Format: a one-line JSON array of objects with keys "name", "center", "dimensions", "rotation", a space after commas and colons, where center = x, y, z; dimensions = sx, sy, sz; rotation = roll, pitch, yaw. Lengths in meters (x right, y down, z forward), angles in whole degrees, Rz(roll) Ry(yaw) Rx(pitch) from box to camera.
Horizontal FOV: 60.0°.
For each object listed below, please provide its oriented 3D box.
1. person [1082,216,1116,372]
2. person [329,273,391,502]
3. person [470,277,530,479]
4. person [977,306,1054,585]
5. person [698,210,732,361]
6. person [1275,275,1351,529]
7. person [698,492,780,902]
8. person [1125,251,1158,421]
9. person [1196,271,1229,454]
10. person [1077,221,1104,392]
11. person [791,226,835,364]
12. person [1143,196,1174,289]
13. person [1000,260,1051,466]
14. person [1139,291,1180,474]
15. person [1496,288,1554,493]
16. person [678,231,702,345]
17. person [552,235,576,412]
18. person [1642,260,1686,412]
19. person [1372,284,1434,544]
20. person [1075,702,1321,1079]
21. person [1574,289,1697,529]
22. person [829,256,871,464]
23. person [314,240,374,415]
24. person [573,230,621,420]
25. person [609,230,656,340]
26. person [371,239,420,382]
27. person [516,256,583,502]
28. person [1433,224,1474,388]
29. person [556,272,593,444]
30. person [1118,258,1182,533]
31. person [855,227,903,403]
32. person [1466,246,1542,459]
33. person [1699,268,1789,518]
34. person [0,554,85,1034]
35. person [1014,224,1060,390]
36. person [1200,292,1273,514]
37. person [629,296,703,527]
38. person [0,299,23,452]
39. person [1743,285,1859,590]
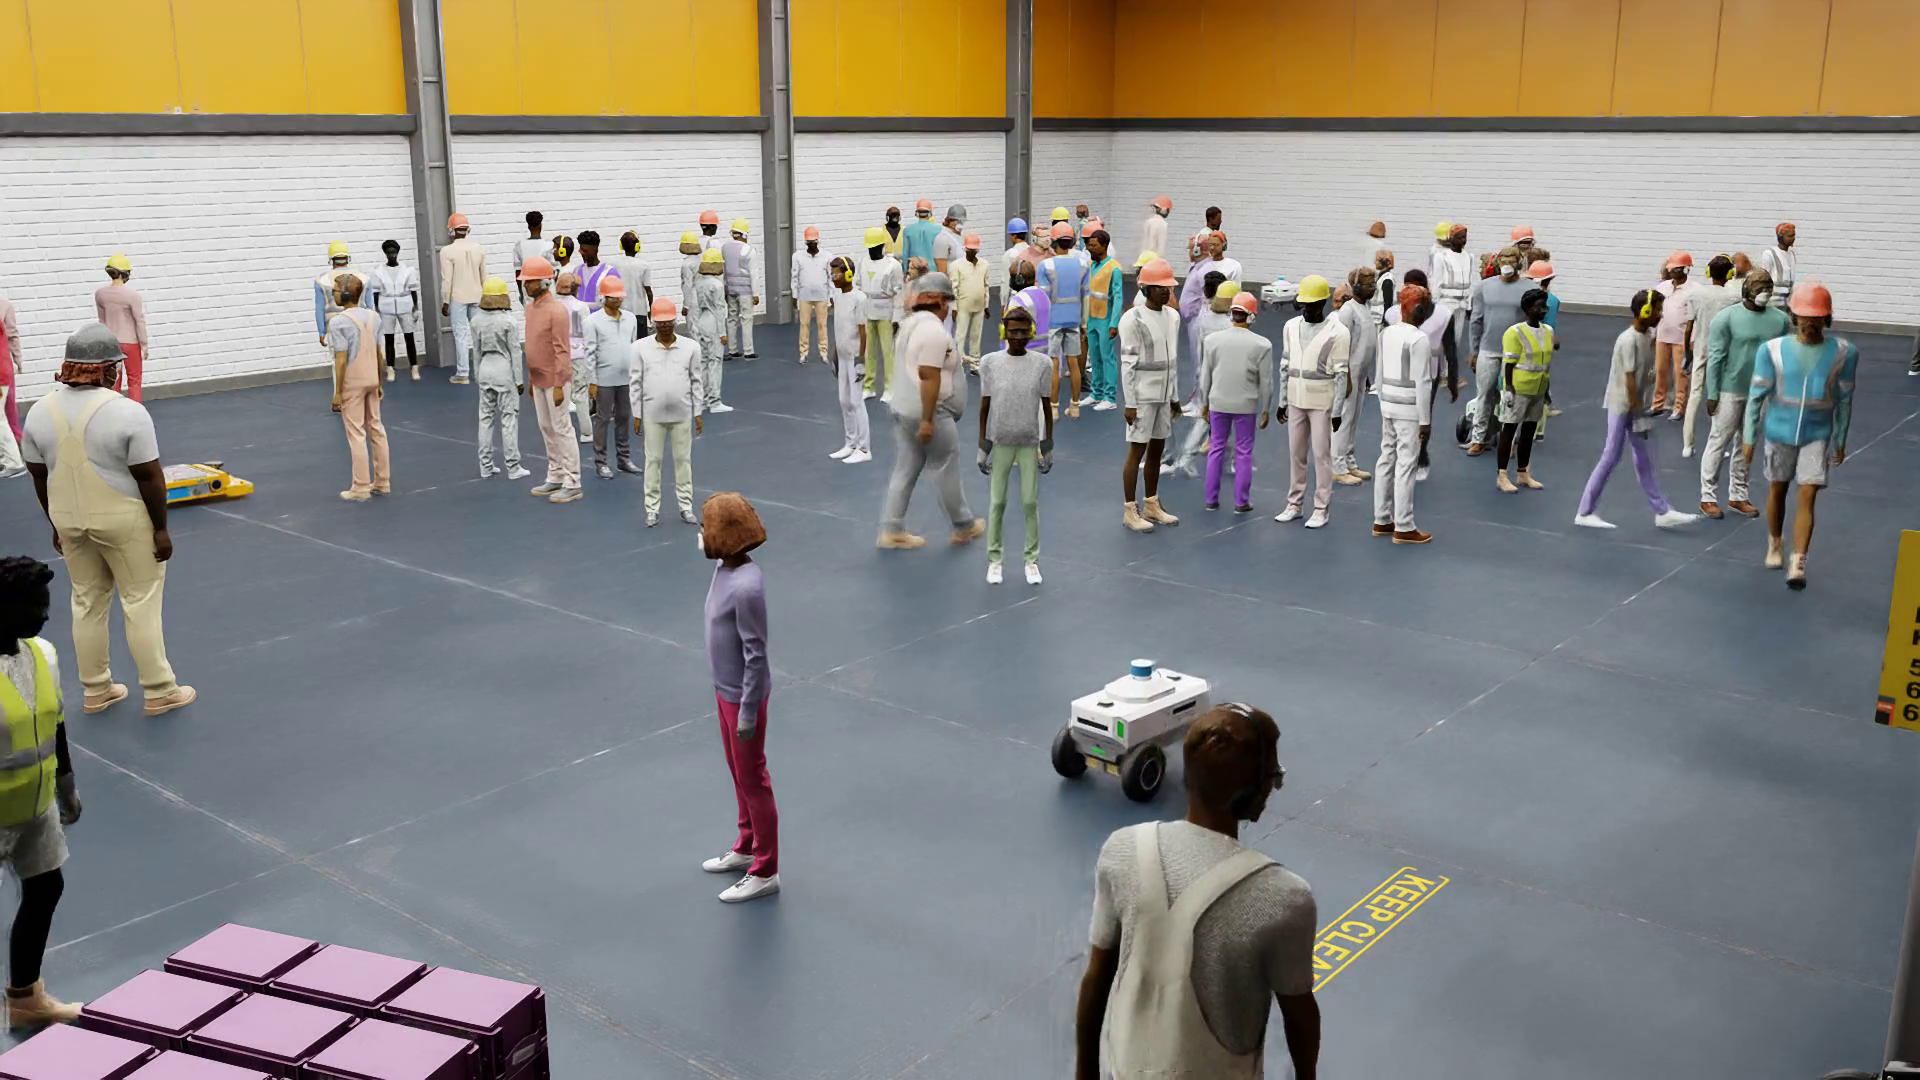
[{"name": "person", "center": [1.651, -3.039, 20.591], "dimensions": [0.407, 1.908, 0.641], "rotation": [-6, 15, -23]}, {"name": "person", "center": [-4.888, -1.234, 13.500], "dimensions": [0.333, 1.845, 0.515], "rotation": [6, 15, 24]}, {"name": "person", "center": [-3.984, -1.401, 14.400], "dimensions": [0.483, 1.734, 0.342], "rotation": [5, 15, 20]}, {"name": "person", "center": [0.368, -0.622, 11.031], "dimensions": [0.511, 1.862, 0.325], "rotation": [0, 14, 1]}, {"name": "person", "center": [-3.216, -3.271, 21.458], "dimensions": [0.550, 1.936, 0.357], "rotation": [12, 18, 40]}, {"name": "person", "center": [2.658, -1.049, 12.619], "dimensions": [0.393, 1.918, 0.585], "rotation": [-13, 19, -41]}, {"name": "person", "center": [-0.880, 0.611, 6.555], "dimensions": [0.265, 1.632, 0.508], "rotation": [-5, 15, -19]}, {"name": "person", "center": [1.880, -2.031, 16.843], "dimensions": [0.308, 1.772, 0.523], "rotation": [-2, 14, -10]}, {"name": "person", "center": [2.355, -1.640, 15.423], "dimensions": [0.320, 1.695, 0.537], "rotation": [10, 17, 36]}, {"name": "person", "center": [1.492, -2.667, 19.040], "dimensions": [0.372, 1.935, 0.551], "rotation": [0, 14, 2]}, {"name": "person", "center": [-1.878, -3.131, 21.267], "dimensions": [0.571, 1.751, 0.329], "rotation": [-2, 14, -6]}, {"name": "person", "center": [2.947, -4.172, 24.990], "dimensions": [0.528, 1.963, 0.666], "rotation": [-4, 15, -17]}, {"name": "person", "center": [0.572, -1.588, 14.946], "dimensions": [0.430, 1.836, 0.626], "rotation": [7, 16, 27]}, {"name": "person", "center": [1.756, -1.393, 14.568], "dimensions": [0.284, 1.633, 0.500], "rotation": [-3, 14, -10]}, {"name": "person", "center": [4.713, -1.242, 13.830], "dimensions": [0.531, 1.698, 0.320], "rotation": [-8, 16, -28]}, {"name": "person", "center": [-3.276, -2.898, 20.355], "dimensions": [0.296, 1.745, 0.484], "rotation": [4, 15, 16]}, {"name": "person", "center": [-4.177, -2.296, 17.695], "dimensions": [0.328, 1.872, 0.513], "rotation": [-1, 14, -3]}, {"name": "person", "center": [7.545, -2.189, 17.763], "dimensions": [0.580, 1.619, 0.538], "rotation": [9, 17, 33]}, {"name": "person", "center": [3.254, -0.917, 12.156], "dimensions": [0.355, 1.884, 0.573], "rotation": [-5, 15, -19]}, {"name": "person", "center": [0.581, 1.219, 3.775], "dimensions": [0.517, 1.799, 0.914], "rotation": [13, 19, 41]}, {"name": "person", "center": [5.122, -0.945, 12.426], "dimensions": [0.793, 1.833, 0.514], "rotation": [9, 17, 31]}, {"name": "person", "center": [-1.012, -1.628, 15.068], "dimensions": [0.344, 1.856, 0.526], "rotation": [-10, 17, -34]}, {"name": "person", "center": [-6.490, -2.238, 17.570], "dimensions": [0.591, 1.824, 0.405], "rotation": [-9, 16, -31]}, {"name": "person", "center": [-3.759, -2.220, 17.208], "dimensions": [0.604, 1.959, 0.376], "rotation": [9, 16, 31]}, {"name": "person", "center": [-3.625, -2.490, 18.470], "dimensions": [0.520, 1.871, 0.326], "rotation": [2, 14, 6]}, {"name": "person", "center": [-6.698, -2.720, 19.756], "dimensions": [0.528, 1.690, 0.318], "rotation": [-5, 15, -18]}, {"name": "person", "center": [-3.357, -1.303, 13.489], "dimensions": [0.403, 1.987, 0.617], "rotation": [-11, 18, -38]}, {"name": "person", "center": [5.739, -2.722, 19.373], "dimensions": [0.576, 1.882, 0.355], "rotation": [-7, 16, -27]}, {"name": "person", "center": [-3.716, -1.739, 15.938], "dimensions": [0.514, 1.640, 0.310], "rotation": [6, 15, 23]}, {"name": "person", "center": [1.455, -1.086, 12.508], "dimensions": [0.378, 2.044, 0.608], "rotation": [14, 19, 43]}, {"name": "person", "center": [-0.916, -2.476, 18.317], "dimensions": [0.585, 1.918, 0.381], "rotation": [8, 16, 28]}, {"name": "person", "center": [4.971, -1.715, 15.235], "dimensions": [0.628, 1.940, 0.373], "rotation": [6, 15, 22]}, {"name": "person", "center": [6.083, -1.134, 12.911], "dimensions": [0.629, 1.940, 0.376], "rotation": [-2, 14, -8]}, {"name": "person", "center": [-3.208, 0.870, 5.455], "dimensions": [0.526, 1.662, 0.596], "rotation": [3, 14, 11]}, {"name": "person", "center": [0.919, -2.638, 18.984], "dimensions": [0.639, 1.910, 0.407], "rotation": [-12, 18, -39]}, {"name": "person", "center": [2.176, -1.077, 13.087], "dimensions": [0.578, 1.738, 0.354], "rotation": [6, 15, 22]}, {"name": "person", "center": [-2.227, -0.976, 12.655], "dimensions": [0.559, 1.752, 0.325], "rotation": [-4, 15, -16]}, {"name": "person", "center": [-8.952, -1.657, 15.366], "dimensions": [0.526, 1.761, 0.340], "rotation": [-13, 19, -41]}, {"name": "person", "center": [5.561, -0.695, 11.069], "dimensions": [0.632, 1.981, 1.058], "rotation": [7, 16, 26]}]
